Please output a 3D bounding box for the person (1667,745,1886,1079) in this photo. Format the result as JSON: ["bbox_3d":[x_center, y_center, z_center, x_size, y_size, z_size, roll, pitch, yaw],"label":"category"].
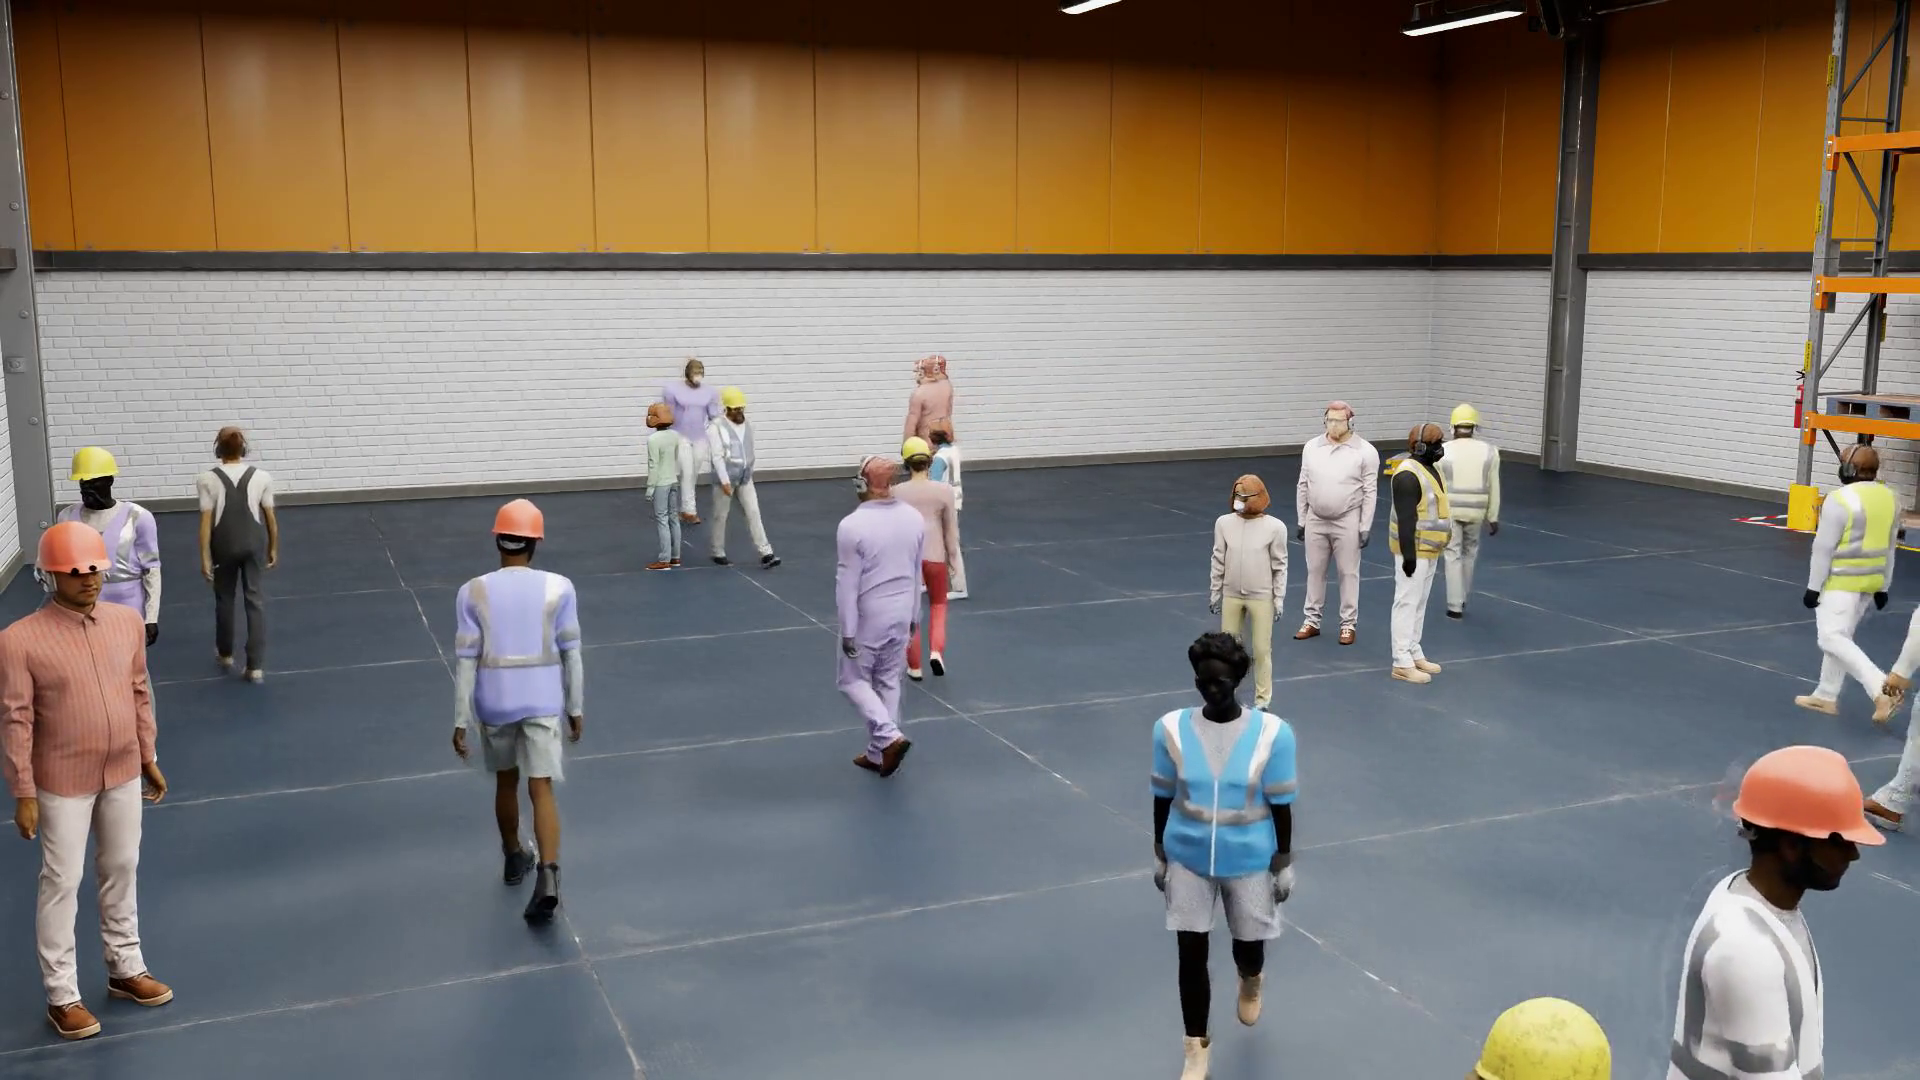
[{"bbox_3d":[1.909,1.407,3.766,0.949,1.895,0.550,6,11,33],"label":"person"}]

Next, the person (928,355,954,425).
[{"bbox_3d":[-0.278,-1.245,19.788,0.407,1.910,0.639,0,9,0],"label":"person"}]

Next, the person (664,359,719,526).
[{"bbox_3d":[-3.013,-1.097,18.921,0.651,1.891,0.963,-6,11,-31],"label":"person"}]

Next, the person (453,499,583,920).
[{"bbox_3d":[-2.035,0.772,7.663,0.592,1.891,0.941,-2,10,-12],"label":"person"}]

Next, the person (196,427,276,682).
[{"bbox_3d":[-5.226,0.085,12.031,0.533,1.803,0.918,-6,11,-31],"label":"person"}]

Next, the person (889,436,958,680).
[{"bbox_3d":[-0.292,0.138,11.836,0.552,1.752,0.357,-1,9,-7],"label":"person"}]

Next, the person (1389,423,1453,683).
[{"bbox_3d":[3.305,0.084,11.935,0.430,1.845,0.619,6,11,31],"label":"person"}]

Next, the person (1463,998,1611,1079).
[{"bbox_3d":[0.968,1.630,2.888,0.305,1.737,0.484,-5,11,-30],"label":"person"}]

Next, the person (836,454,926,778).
[{"bbox_3d":[-0.447,0.454,9.552,0.649,1.890,0.564,-8,12,-41],"label":"person"}]

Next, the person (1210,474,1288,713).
[{"bbox_3d":[1.853,0.385,10.741,0.506,1.631,0.281,5,11,29],"label":"person"}]

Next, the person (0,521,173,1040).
[{"bbox_3d":[-3.387,0.909,6.473,0.390,1.992,0.624,5,11,27],"label":"person"}]

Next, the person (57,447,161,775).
[{"bbox_3d":[-4.948,0.415,9.669,0.591,1.927,0.366,0,9,1],"label":"person"}]

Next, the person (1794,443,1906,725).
[{"bbox_3d":[5.803,0.292,10.738,0.618,1.825,0.760,-5,11,-27],"label":"person"}]

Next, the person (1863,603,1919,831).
[{"bbox_3d":[4.939,0.638,8.415,0.637,1.893,0.969,-9,13,-44],"label":"person"}]

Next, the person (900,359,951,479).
[{"bbox_3d":[-0.393,-1.145,19.217,0.431,1.895,0.698,7,12,36],"label":"person"}]

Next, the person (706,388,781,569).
[{"bbox_3d":[-2.132,-0.577,16.156,0.579,1.777,0.891,-9,13,-43],"label":"person"}]

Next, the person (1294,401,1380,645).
[{"bbox_3d":[2.935,-0.136,13.071,0.640,1.909,0.409,6,11,31],"label":"person"}]

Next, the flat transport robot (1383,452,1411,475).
[{"bbox_3d":[6.523,-1.085,23.765,0.652,0.197,1.431,4,10,25],"label":"flat transport robot"}]

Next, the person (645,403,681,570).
[{"bbox_3d":[-2.910,-0.523,16.241,0.285,1.633,0.497,3,10,19],"label":"person"}]

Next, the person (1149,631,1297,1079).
[{"bbox_3d":[0.952,1.133,6.056,0.538,1.674,0.606,3,10,17],"label":"person"}]

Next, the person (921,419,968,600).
[{"bbox_3d":[-0.237,-0.267,14.721,0.687,1.610,0.543,2,10,13],"label":"person"}]

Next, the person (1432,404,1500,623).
[{"bbox_3d":[4.181,-0.246,14.035,0.621,1.801,0.821,0,9,1],"label":"person"}]
